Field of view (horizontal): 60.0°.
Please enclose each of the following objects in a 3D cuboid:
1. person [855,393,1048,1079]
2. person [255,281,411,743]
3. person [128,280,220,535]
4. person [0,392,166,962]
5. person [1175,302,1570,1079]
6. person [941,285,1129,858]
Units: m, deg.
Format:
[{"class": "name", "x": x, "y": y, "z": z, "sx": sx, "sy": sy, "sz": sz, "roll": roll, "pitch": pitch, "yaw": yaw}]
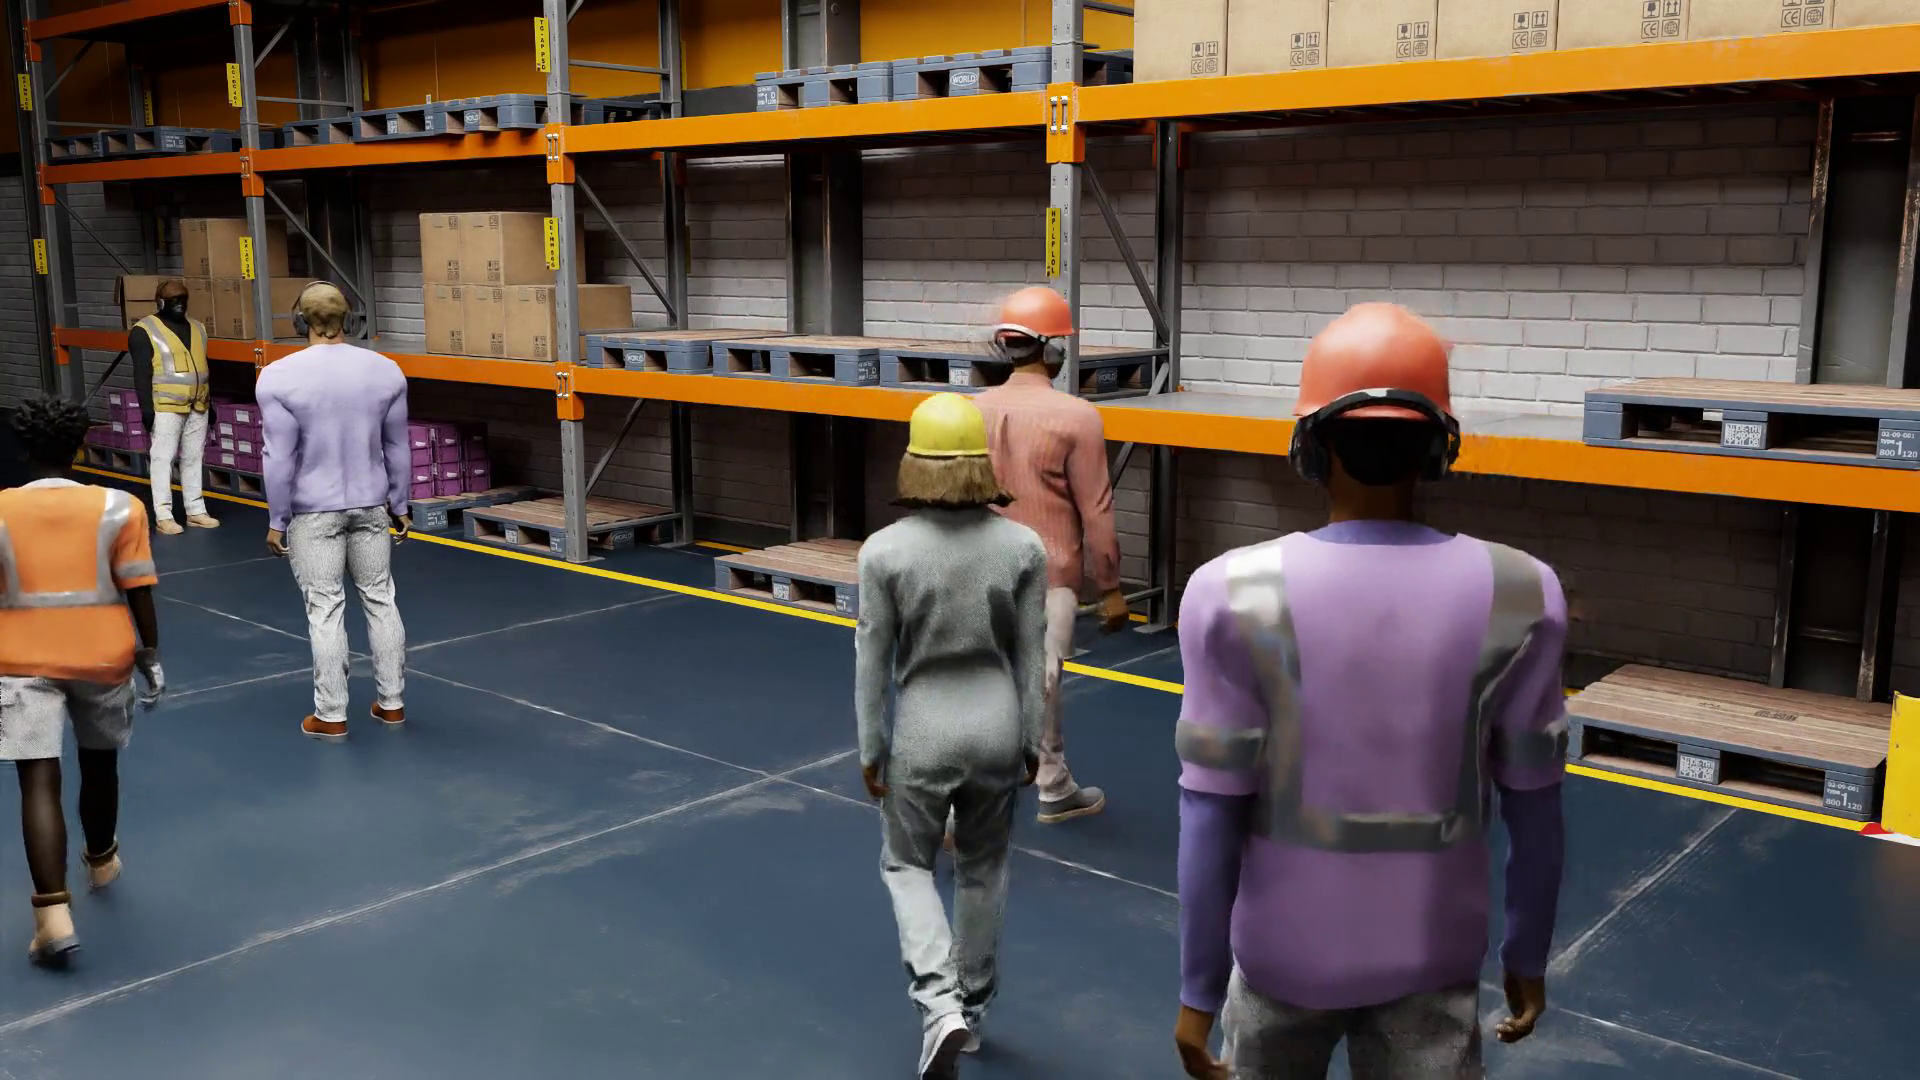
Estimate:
[{"class": "person", "x": -0.005, "y": 0.506, "z": 4.109, "sx": 0.487, "sy": 1.727, "sz": 0.562, "roll": -2, "pitch": 10, "yaw": -11}, {"class": "person", "x": -2.620, "y": -0.115, "z": 7.028, "sx": 0.635, "sy": 1.936, "sz": 0.352, "roll": -9, "pitch": 14, "yaw": -42}, {"class": "person", "x": -5.720, "y": -0.971, "z": 12.184, "sx": 0.429, "sy": 1.839, "sz": 0.634, "roll": 5, "pitch": 11, "yaw": 25}, {"class": "person", "x": -2.716, "y": 0.385, "z": 5.022, "sx": 0.563, "sy": 1.645, "sz": 0.902, "roll": -5, "pitch": 11, "yaw": -28}, {"class": "person", "x": 0.648, "y": 0.634, "z": 2.612, "sx": 0.625, "sy": 2.003, "sz": 1.032, "roll": 0, "pitch": 10, "yaw": 1}, {"class": "person", "x": 0.203, "y": 0.117, "z": 5.662, "sx": 0.982, "sy": 1.957, "sz": 0.613, "roll": -9, "pitch": 14, "yaw": -43}]
